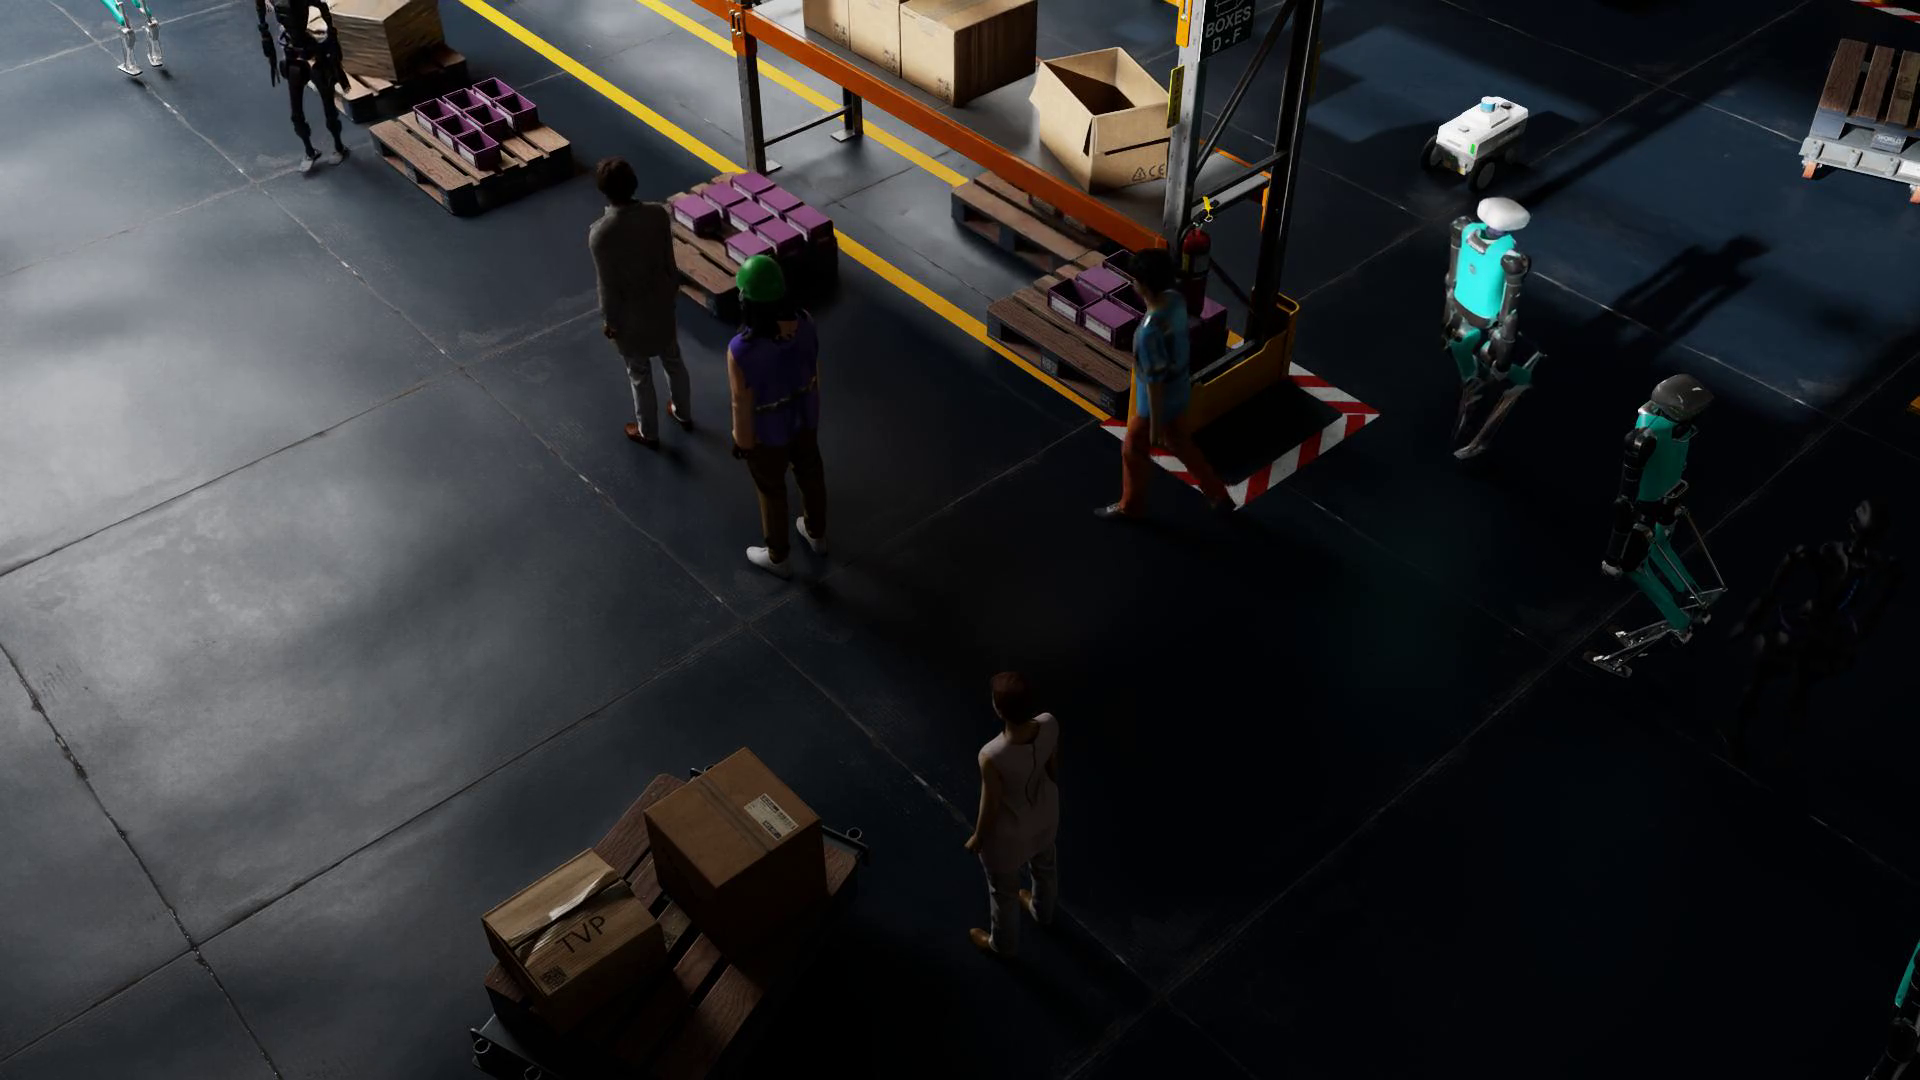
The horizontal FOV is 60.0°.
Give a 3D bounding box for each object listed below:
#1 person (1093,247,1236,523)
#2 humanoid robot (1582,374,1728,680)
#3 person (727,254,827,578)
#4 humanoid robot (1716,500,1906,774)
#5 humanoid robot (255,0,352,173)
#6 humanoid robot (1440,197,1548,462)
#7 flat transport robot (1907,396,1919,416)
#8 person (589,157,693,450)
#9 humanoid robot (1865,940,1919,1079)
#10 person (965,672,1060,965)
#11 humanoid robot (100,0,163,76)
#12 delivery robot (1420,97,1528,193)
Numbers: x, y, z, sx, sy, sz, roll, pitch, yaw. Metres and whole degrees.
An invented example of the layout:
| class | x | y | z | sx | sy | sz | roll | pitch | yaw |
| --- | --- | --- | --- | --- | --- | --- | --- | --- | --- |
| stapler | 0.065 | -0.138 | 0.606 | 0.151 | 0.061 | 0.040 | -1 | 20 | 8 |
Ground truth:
| class | x | y | z | sx | sy | sz | roll | pitch | yaw |
| --- | --- | --- | --- | --- | --- | --- | --- | --- | --- |
| person | 1.160 | -0.742 | 8.827 | 0.734 | 1.734 | 0.543 | 15 | 45 | 16 |
| humanoid robot | 3.395 | 0.033 | 7.876 | 0.533 | 1.677 | 0.735 | -31 | 51 | -29 |
| person | -0.926 | -0.610 | 8.531 | 0.531 | 1.932 | 0.407 | -31 | 51 | -29 |
| humanoid robot | 3.831 | 0.453 | 7.561 | 0.587 | 1.652 | 0.378 | 5 | 43 | 5 |
| humanoid robot | -4.613 | -3.383 | 11.740 | 0.589 | 1.647 | 0.430 | 3 | 43 | 3 |
| humanoid robot | 3.004 | -1.103 | 9.286 | 0.749 | 1.897 | 0.537 | -20 | 46 | -20 |
| flat transport robot | 6.467 | -0.989 | 10.171 | 1.431 | 0.231 | 0.659 | -31 | 51 | -29 |
| person | -1.808 | -1.323 | 9.383 | 0.502 | 1.830 | 0.367 | -31 | 51 | -29 |
| humanoid robot | 3.563 | 1.873 | 5.878 | 0.533 | 1.672 | 0.735 | -31 | 51 | -29 |
| person | 0.225 | 1.140 | 6.827 | 0.450 | 1.657 | 0.283 | -31 | 51 | -29 |
| humanoid robot | -6.460 | -4.327 | 12.622 | 0.533 | 1.672 | 0.735 | -31 | 51 | -29 |
| delivery robot | 3.771 | -2.927 | 12.046 | 0.739 | 0.566 | 0.499 | -31 | 51 | -29 |
